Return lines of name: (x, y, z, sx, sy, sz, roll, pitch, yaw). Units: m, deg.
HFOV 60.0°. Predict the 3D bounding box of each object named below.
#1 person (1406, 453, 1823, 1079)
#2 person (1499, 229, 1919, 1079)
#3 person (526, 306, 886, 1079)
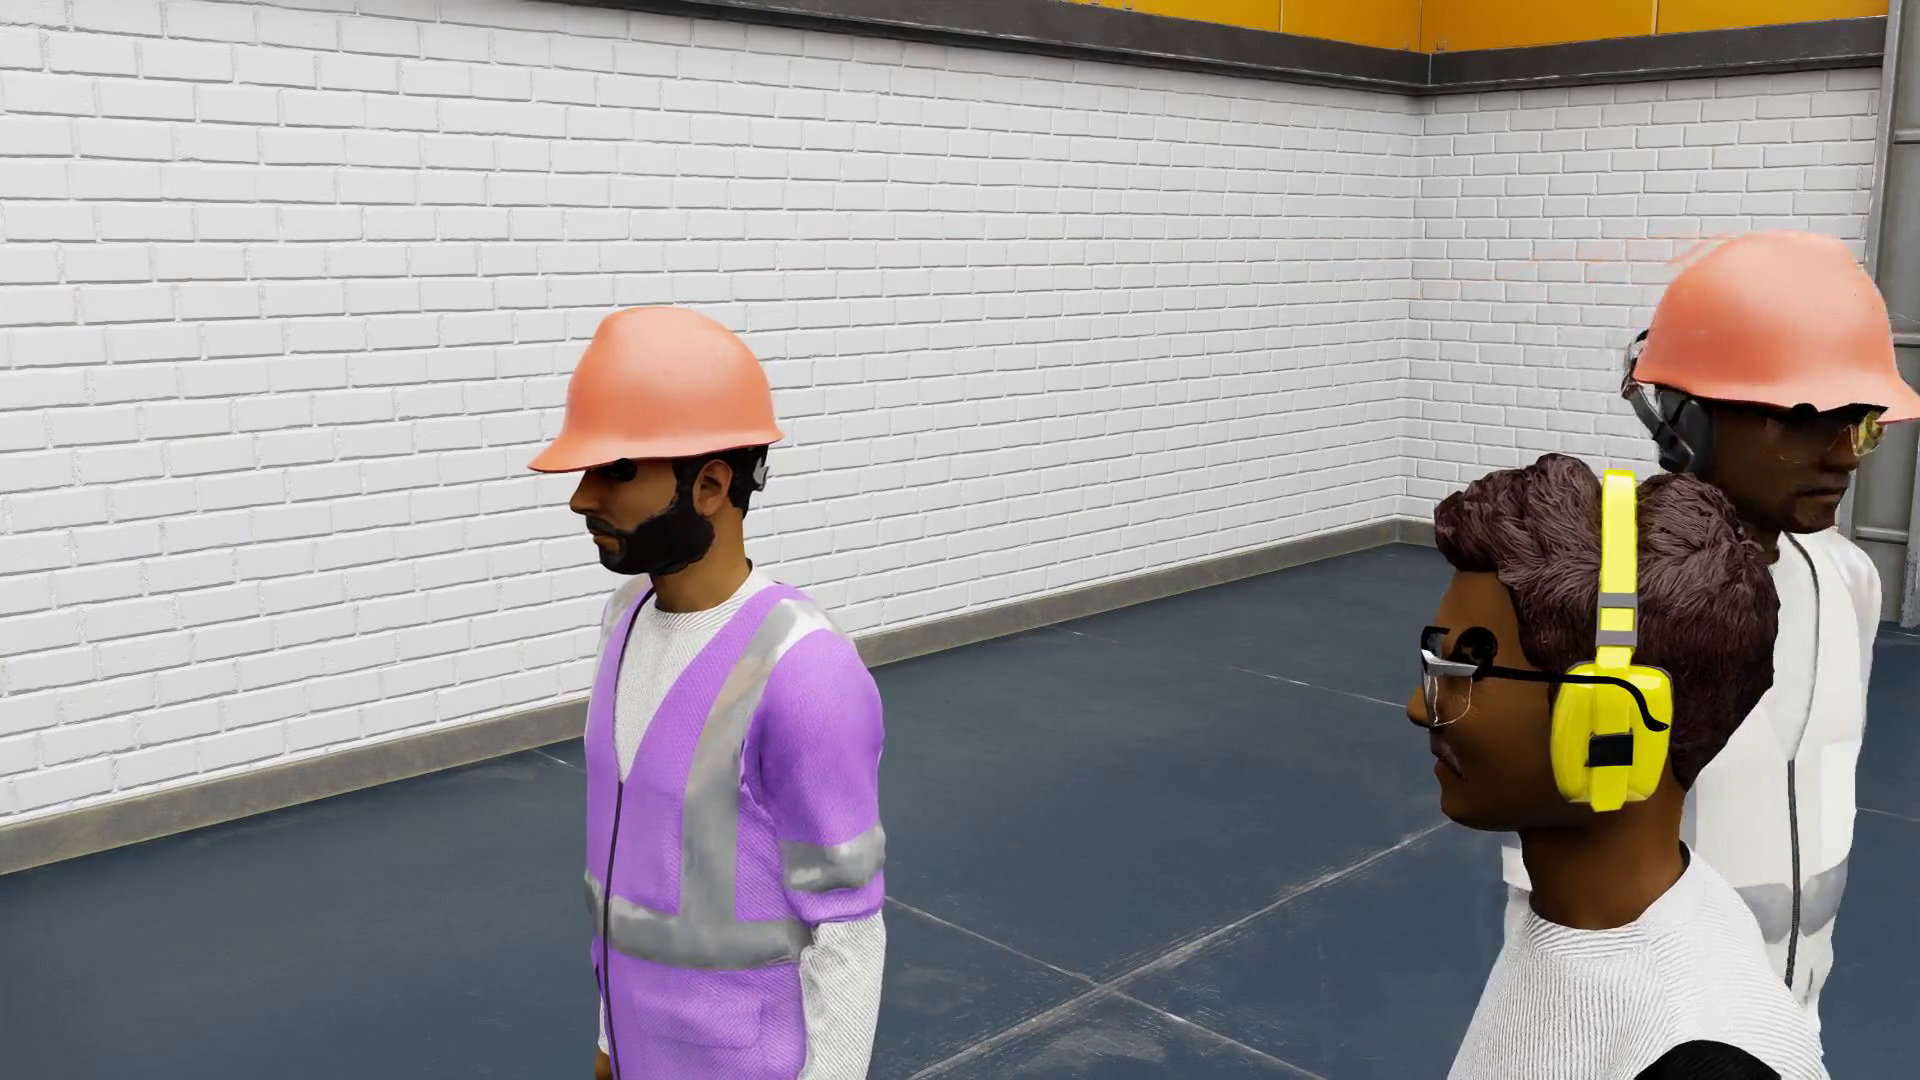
person: (0.449, 0.862, 1.308, 0.316, 1.870, 0.531, 2, 11, 13)
person: (0.928, 0.656, 2.012, 0.626, 2.025, 0.556, -5, 11, -24)
person: (-0.337, 0.674, 2.151, 0.364, 1.935, 0.553, -8, 13, -39)
